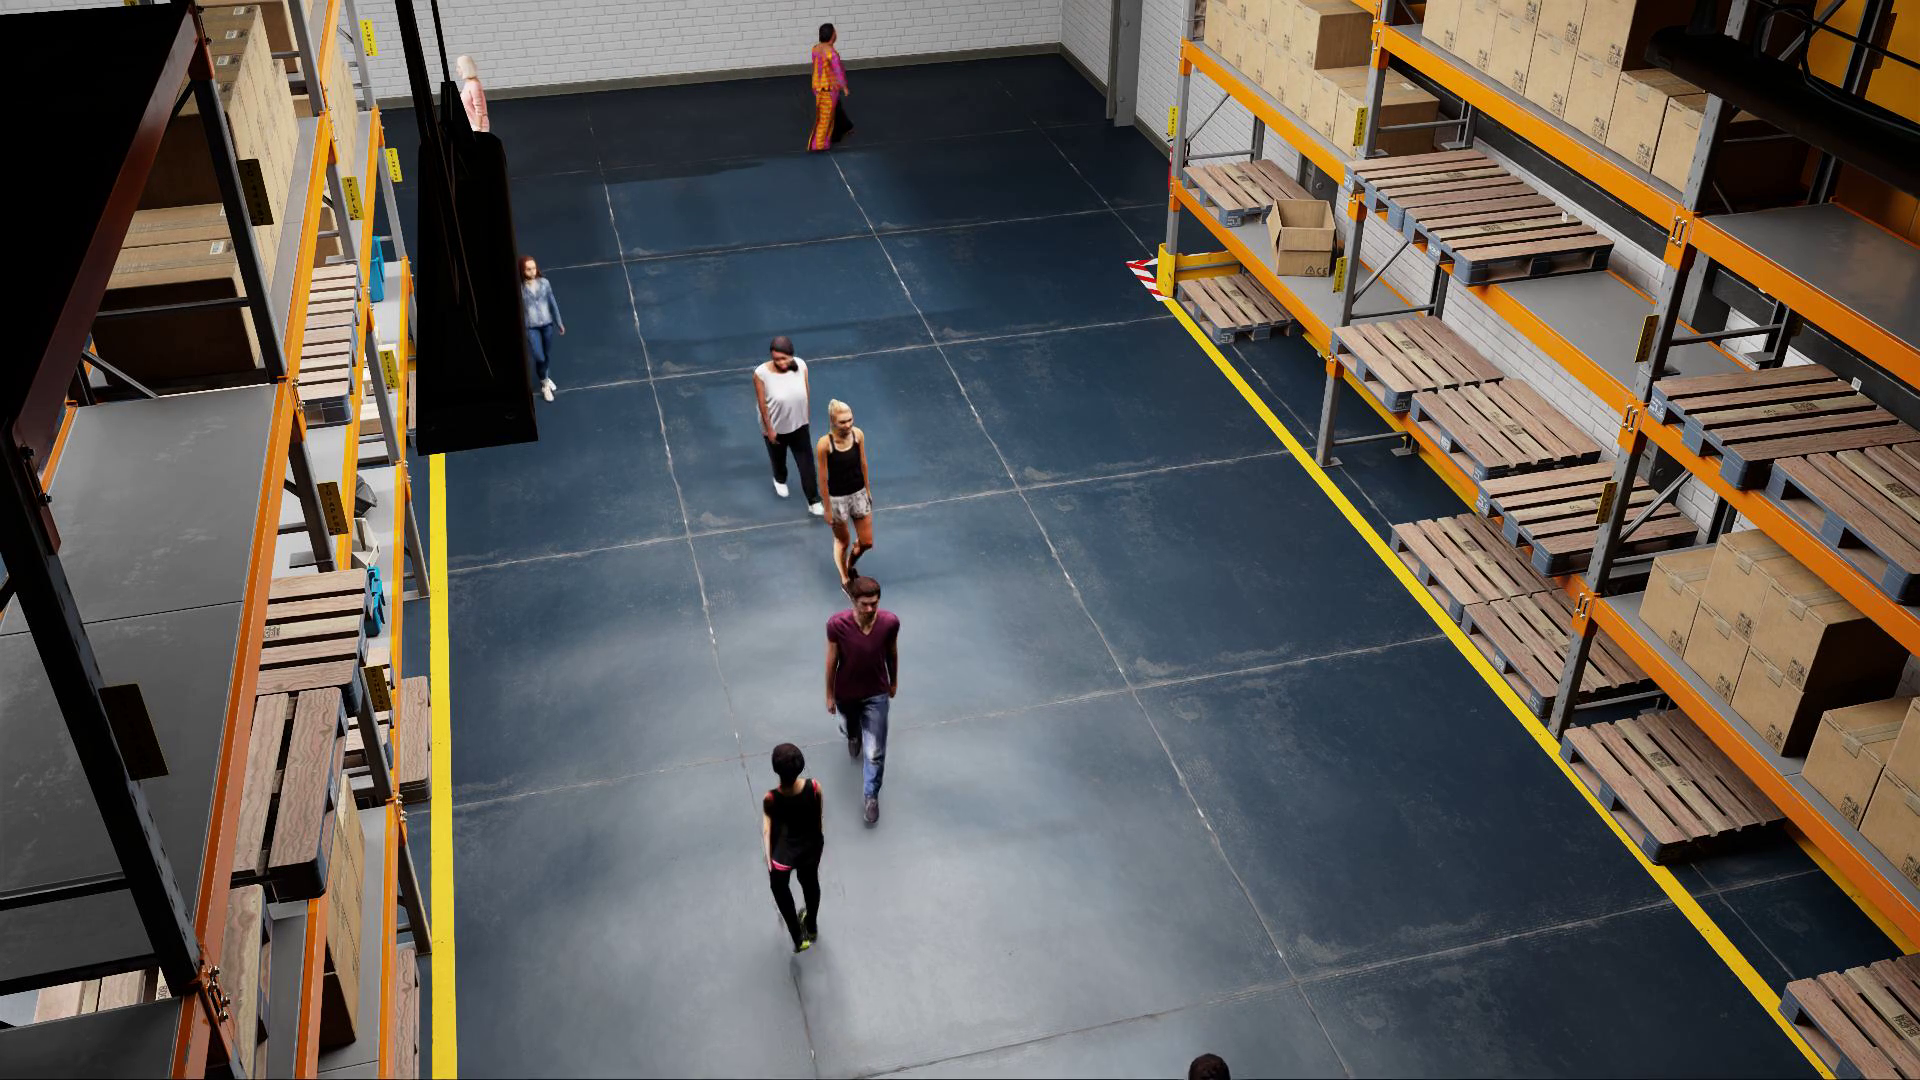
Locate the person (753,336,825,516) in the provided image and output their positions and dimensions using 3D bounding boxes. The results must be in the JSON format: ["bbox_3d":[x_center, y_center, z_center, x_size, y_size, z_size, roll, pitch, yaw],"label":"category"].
[{"bbox_3d":[-1.554,-1.058,14.548,0.766,1.649,1.115,-14,36,-20],"label":"person"}]

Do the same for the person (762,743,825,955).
[{"bbox_3d":[-0.981,1.927,10.159,0.578,1.536,0.754,-12,35,-17],"label":"person"}]

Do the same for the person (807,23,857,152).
[{"bbox_3d":[-1.798,-5.946,21.901,0.950,1.648,1.088,-21,39,-28],"label":"person"}]

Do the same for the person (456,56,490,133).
[{"bbox_3d":[-5.987,-5.178,20.678,0.710,1.724,0.526,-15,36,-21],"label":"person"}]

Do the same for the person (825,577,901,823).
[{"bbox_3d":[-0.676,0.969,11.345,0.835,1.817,1.191,-1,34,-1],"label":"person"}]

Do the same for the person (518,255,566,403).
[{"bbox_3d":[-4.172,-2.129,16.328,0.708,1.461,0.788,-24,41,-32],"label":"person"}]

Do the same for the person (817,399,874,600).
[{"bbox_3d":[-0.969,-0.375,13.355,0.714,1.832,0.732,-21,39,-28],"label":"person"}]
